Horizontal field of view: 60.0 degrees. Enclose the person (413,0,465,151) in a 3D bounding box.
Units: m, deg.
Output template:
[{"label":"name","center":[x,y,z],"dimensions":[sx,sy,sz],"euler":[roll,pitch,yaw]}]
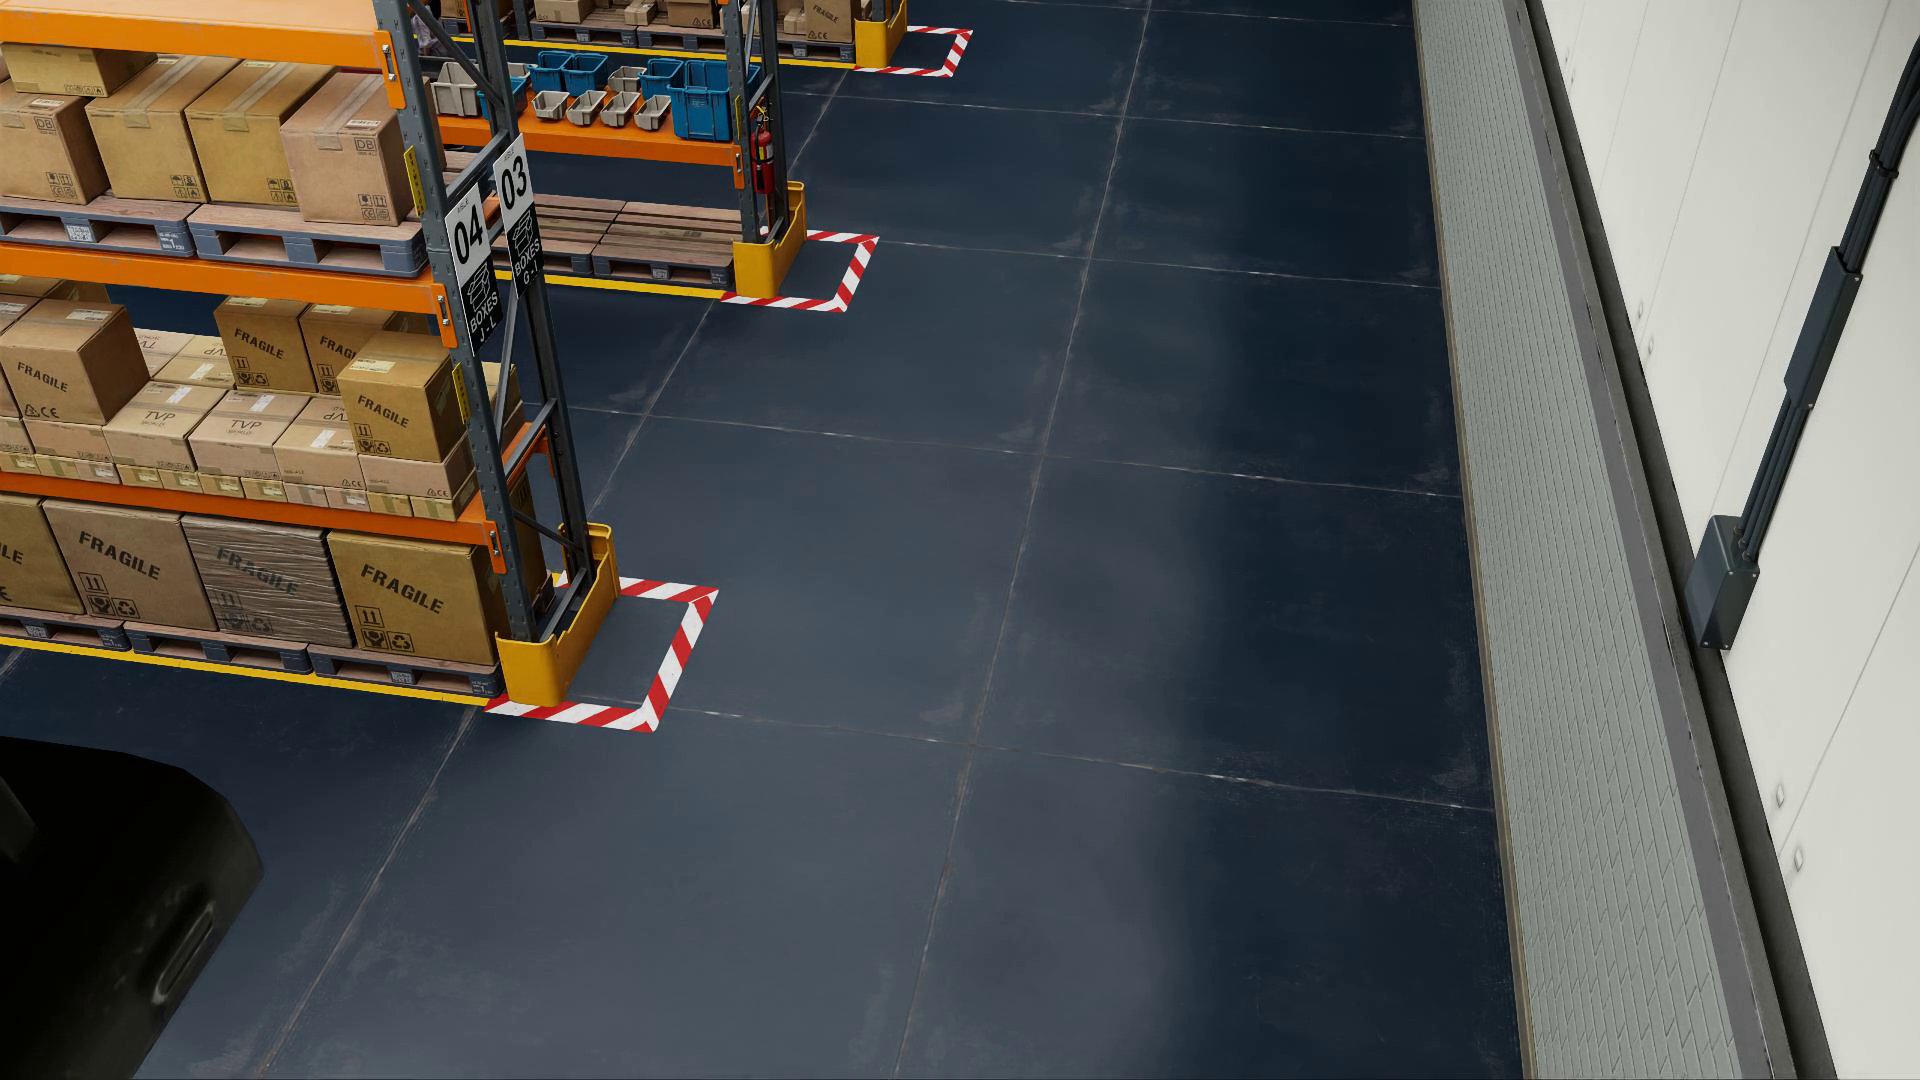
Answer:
[{"label":"person","center":[-4.911,-4.530,15.657],"dimensions":[0.534,1.734,0.616],"euler":[4,38,5]}]
